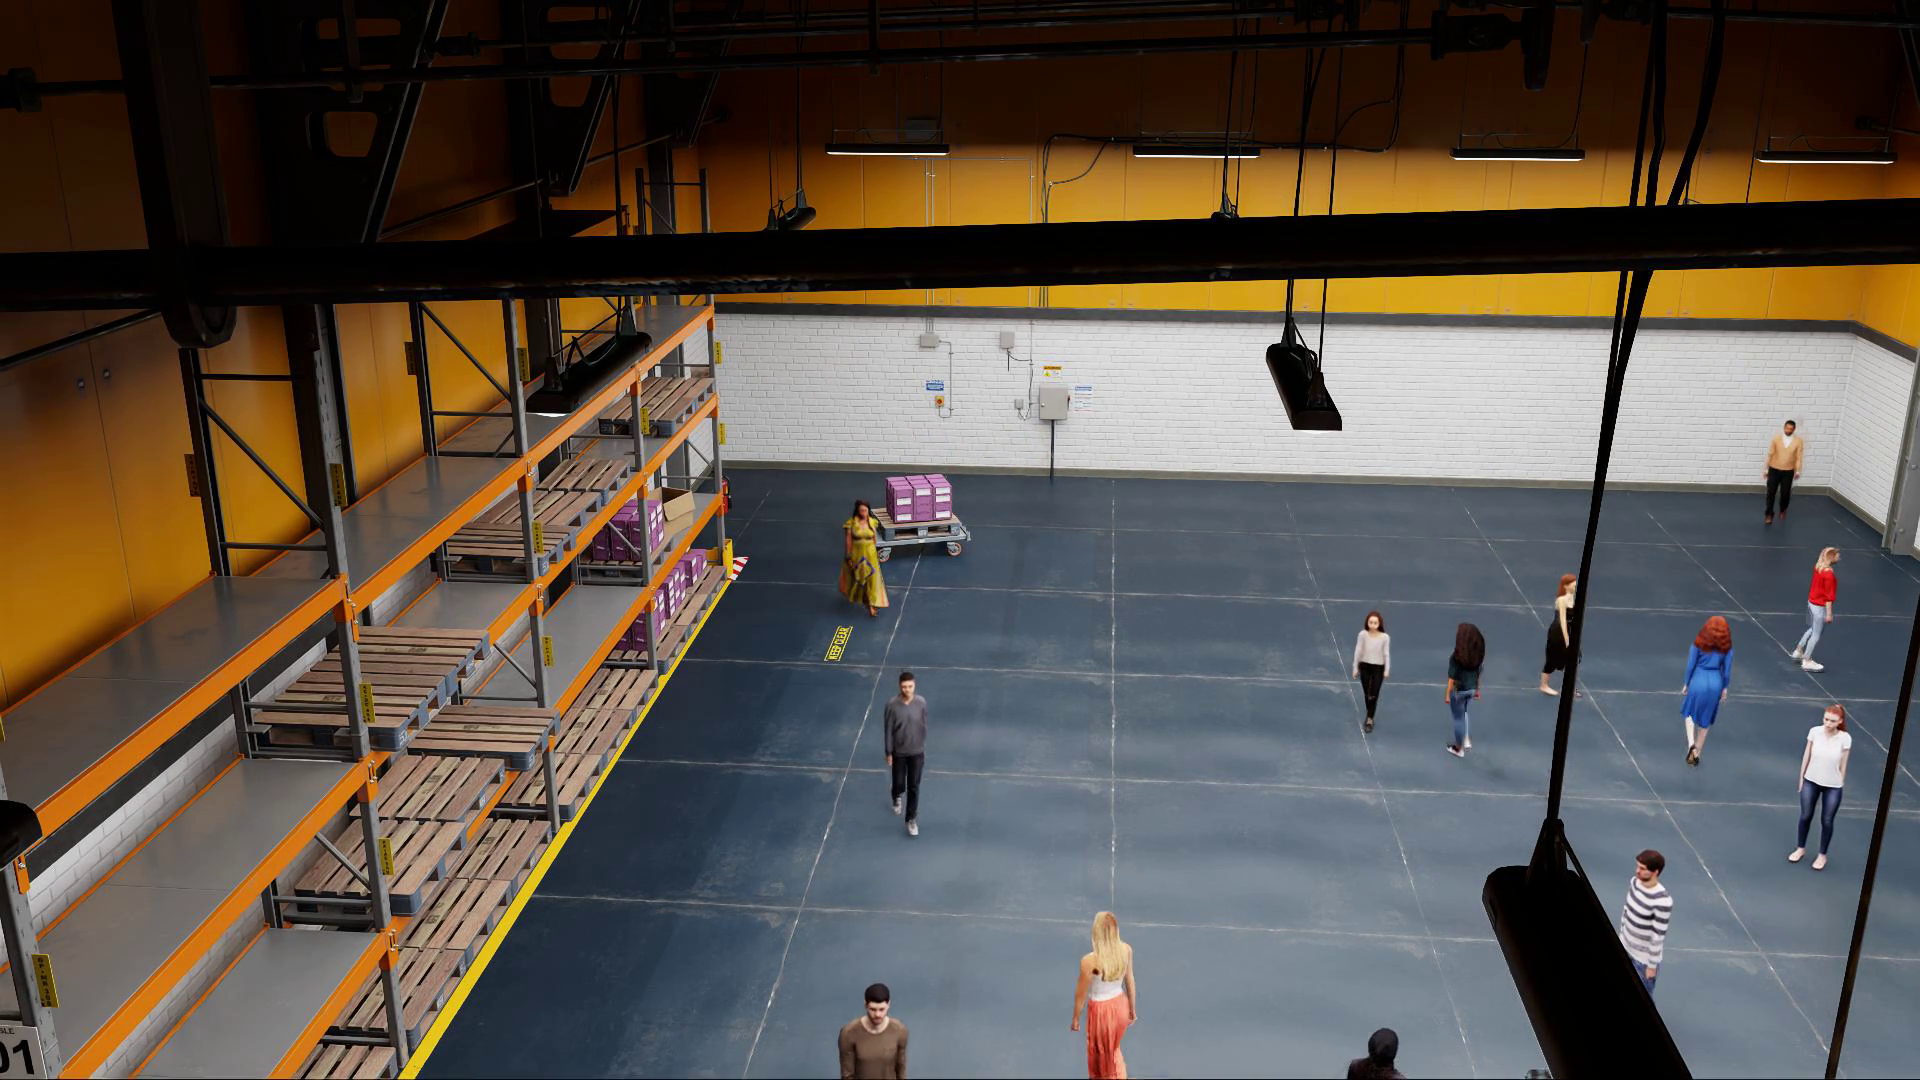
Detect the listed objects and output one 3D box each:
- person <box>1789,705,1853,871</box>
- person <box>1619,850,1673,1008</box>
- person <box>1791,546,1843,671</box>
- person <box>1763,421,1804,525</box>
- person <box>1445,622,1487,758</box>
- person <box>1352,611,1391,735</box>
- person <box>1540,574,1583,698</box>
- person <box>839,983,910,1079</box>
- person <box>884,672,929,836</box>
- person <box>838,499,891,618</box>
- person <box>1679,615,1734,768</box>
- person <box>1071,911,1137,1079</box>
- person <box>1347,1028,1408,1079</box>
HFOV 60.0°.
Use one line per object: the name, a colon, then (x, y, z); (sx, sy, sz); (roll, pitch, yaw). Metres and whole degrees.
person: (8.629, 2.448, 16.615); (0.641, 1.734, 0.674); (15, 23, 37)
person: (5.619, 3.375, 13.688); (0.753, 1.844, 0.562); (-3, 19, -9)
person: (11.053, 0.862, 21.396); (0.765, 1.690, 0.538); (0, 19, 1)
person: (13.468, -1.136, 27.250); (0.837, 1.739, 0.897); (11, 22, 30)
person: (5.783, 1.732, 18.935); (0.714, 1.610, 0.751); (-8, 20, -24)
person: (4.910, 1.519, 19.804); (0.700, 1.459, 0.895); (7, 20, 20)
person: (7.377, 1.164, 20.629); (0.783, 1.606, 0.845); (-15, 24, -37)
person: (-0.634, 3.961, 11.908); (0.778, 1.870, 1.074); (-2, 19, -7)
person: (-0.557, 2.180, 17.388); (0.782, 1.748, 0.945); (-4, 19, -13)
person: (-1.423, 0.210, 23.453); (1.059, 1.612, 1.335); (-7, 20, -20)
person: (8.323, 1.738, 18.597); (0.717, 1.816, 0.789); (6, 20, 18)
person: (1.185, 3.724, 12.746); (0.851, 1.786, 0.922); (-12, 22, -32)
person: (2.823, 4.177, 11.489); (0.933, 1.729, 1.096); (13, 23, 34)
